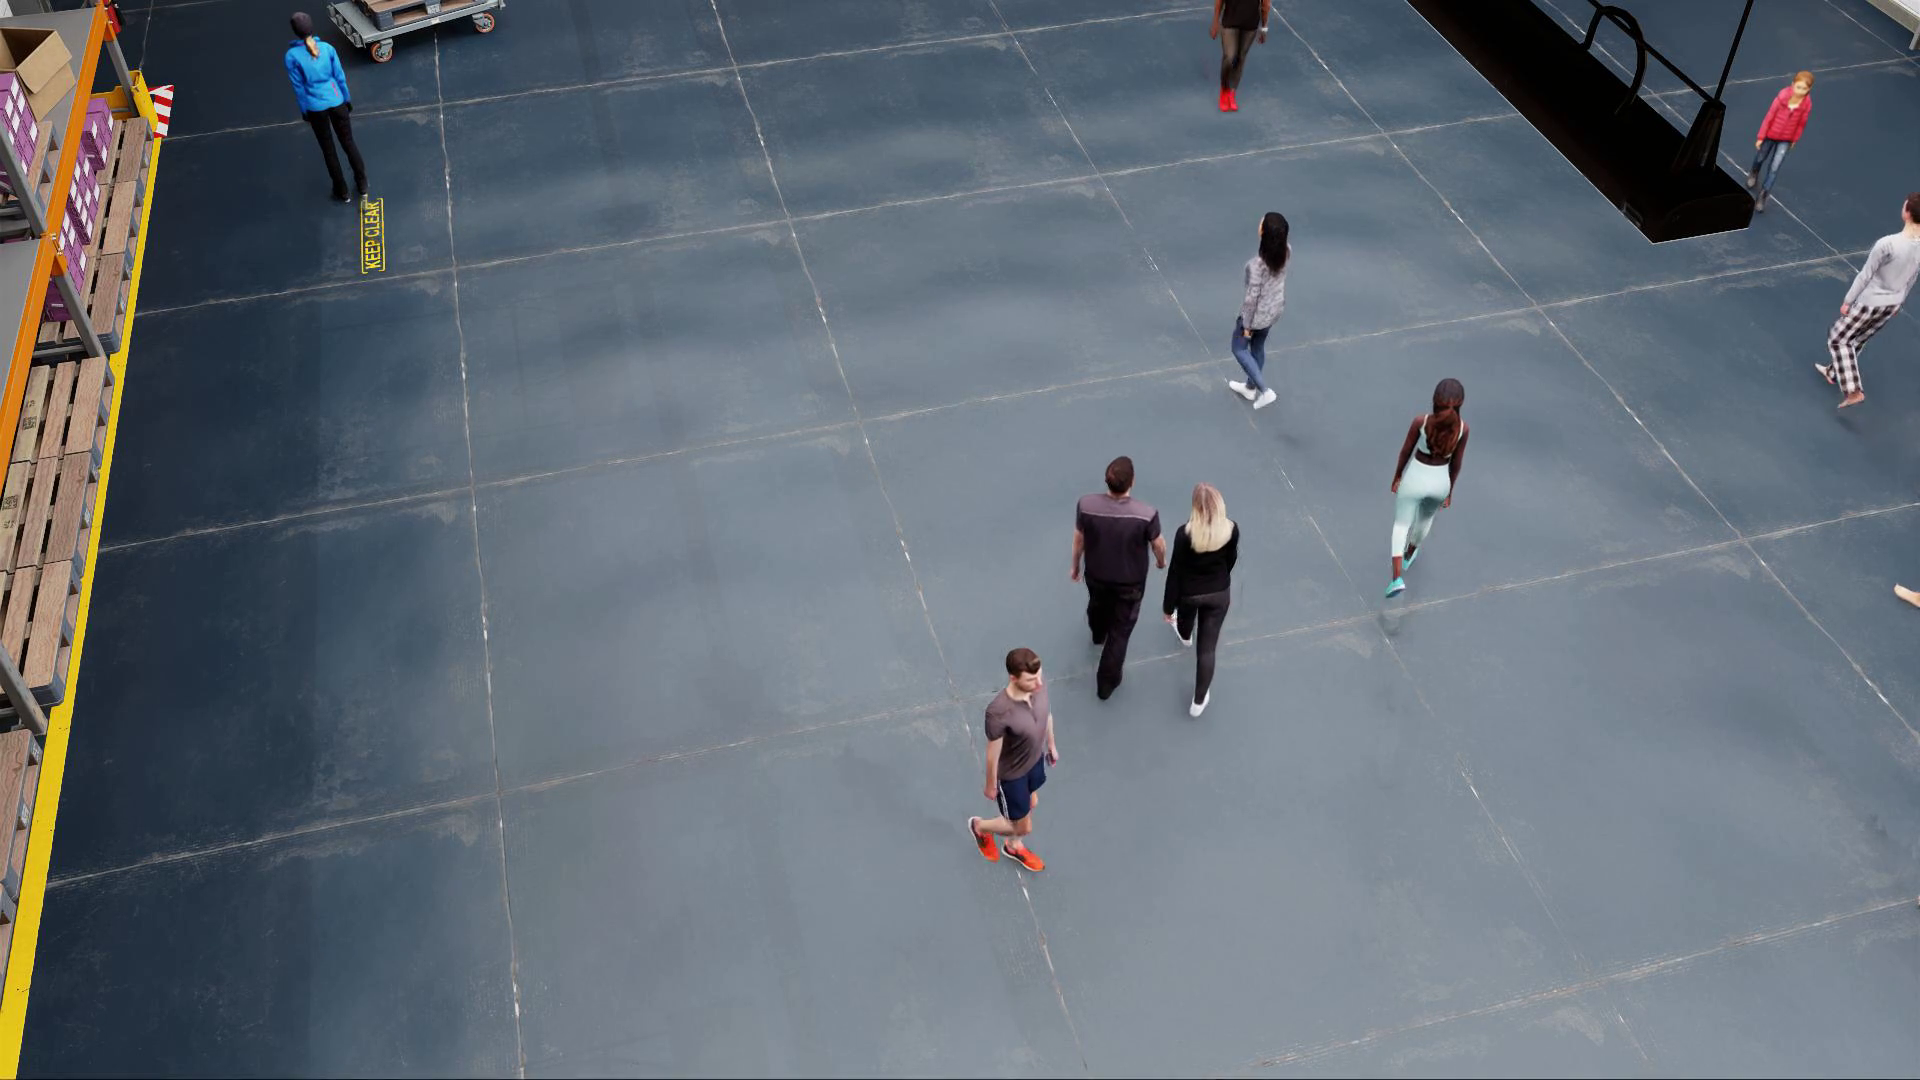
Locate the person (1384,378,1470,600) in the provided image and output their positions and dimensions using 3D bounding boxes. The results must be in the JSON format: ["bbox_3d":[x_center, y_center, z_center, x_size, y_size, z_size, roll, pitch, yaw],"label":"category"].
[{"bbox_3d":[3.138,-0.314,11.260,0.881,1.707,1.072,11,45,12],"label":"person"}]

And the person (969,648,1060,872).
[{"bbox_3d":[0.272,1.229,9.544,0.899,1.841,0.841,27,50,26],"label":"person"}]

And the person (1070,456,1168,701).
[{"bbox_3d":[0.985,0.269,10.566,1.053,1.821,1.147,15,46,16],"label":"person"}]

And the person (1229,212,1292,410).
[{"bbox_3d":[2.353,-1.708,12.716,0.778,1.718,0.898,-27,50,-26],"label":"person"}]

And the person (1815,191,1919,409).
[{"bbox_3d":[7.045,-1.798,12.729,0.706,1.829,0.978,-6,44,-6],"label":"person"}]

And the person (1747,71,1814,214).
[{"bbox_3d":[7.415,-3.679,15.092,0.841,1.294,0.946,18,46,18],"label":"person"}]

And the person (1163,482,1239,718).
[{"bbox_3d":[1.522,0.424,10.536,0.782,1.637,1.147,-2,44,-2],"label":"person"}]

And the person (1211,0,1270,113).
[{"bbox_3d":[2.709,-5.087,16.206,0.719,1.795,0.660,-4,44,-4],"label":"person"}]

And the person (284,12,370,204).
[{"bbox_3d":[-5.695,-3.883,14.939,0.667,1.800,0.603,-21,48,-21],"label":"person"}]
